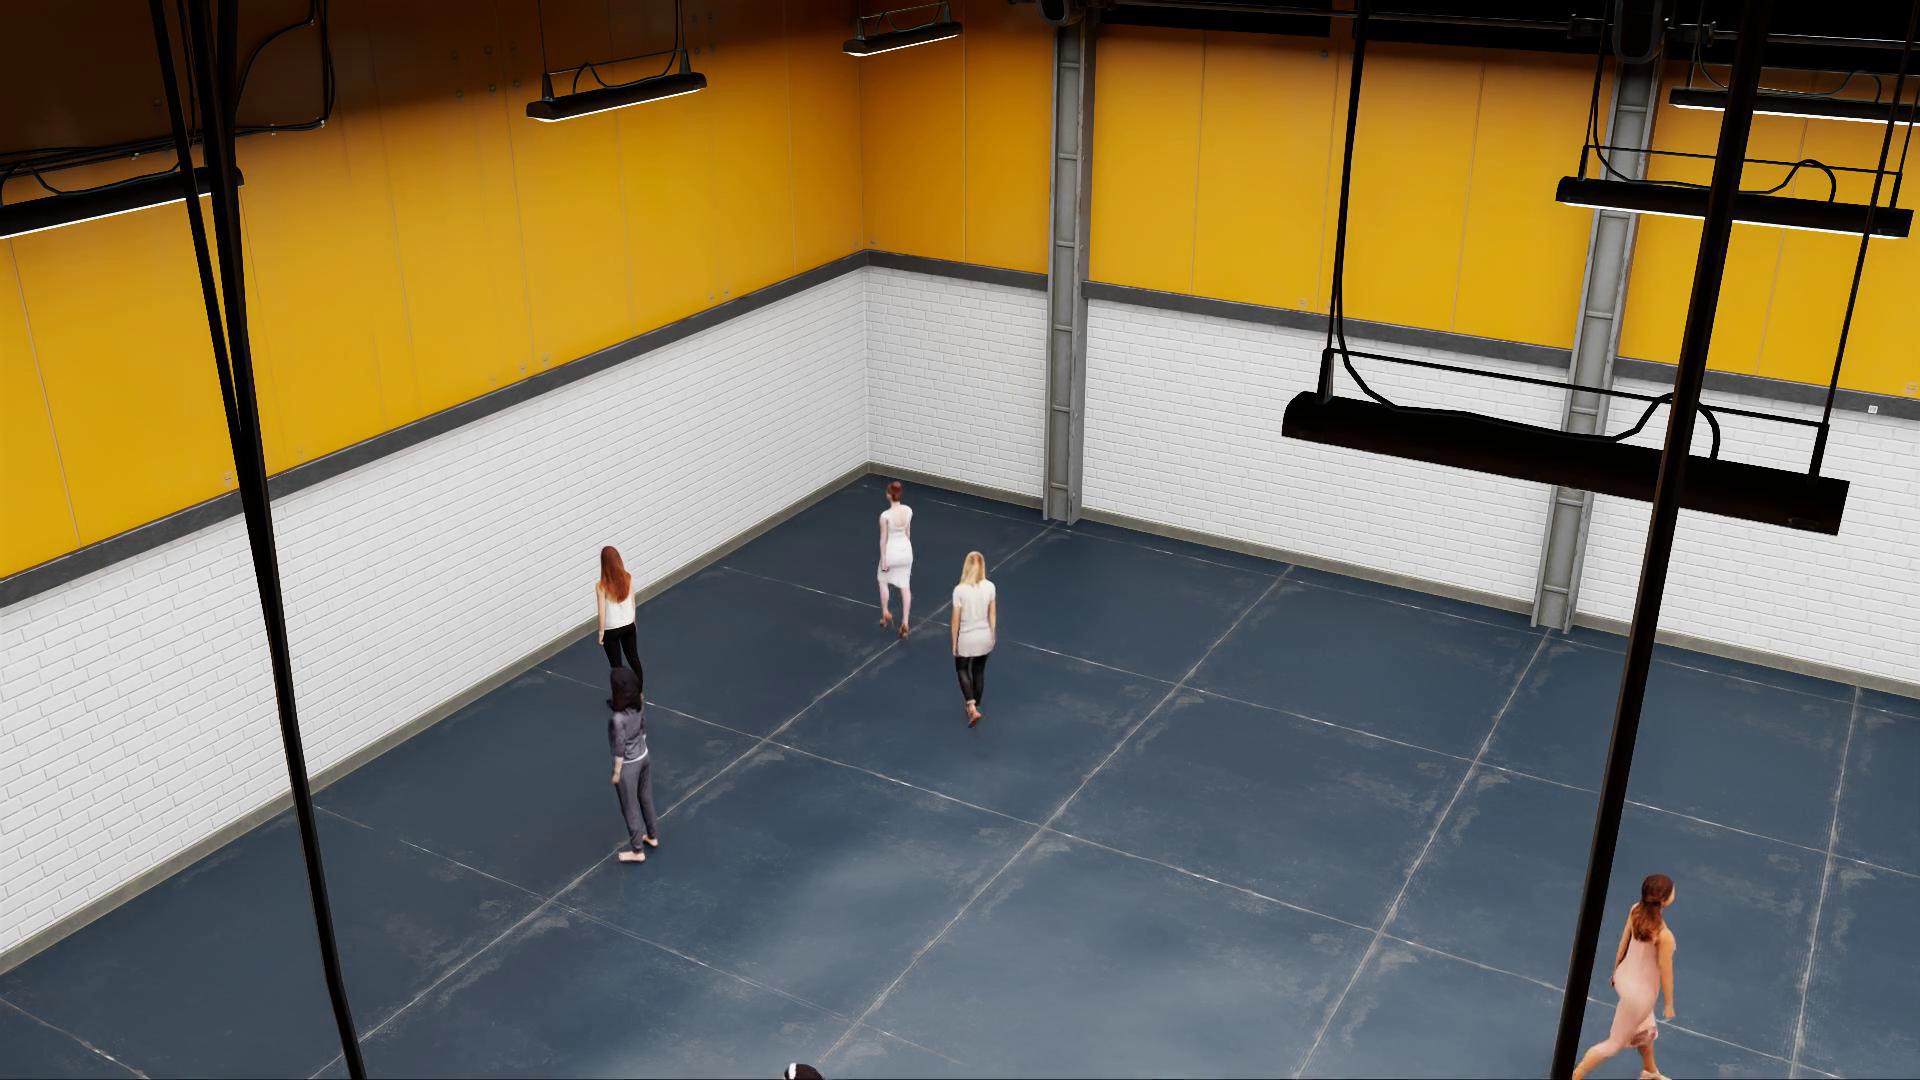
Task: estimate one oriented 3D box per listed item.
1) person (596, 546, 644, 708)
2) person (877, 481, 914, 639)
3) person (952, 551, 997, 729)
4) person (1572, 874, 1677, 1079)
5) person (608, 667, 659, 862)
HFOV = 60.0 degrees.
[{"bbox_3d":[-3.319,0.856,16.217,0.636,1.718,0.604,-19,30,-37],"label":"person"},{"bbox_3d":[-0.613,0.238,17.553,0.727,1.780,0.803,-12,26,-25],"label":"person"},{"bbox_3d":[0.157,0.988,15.795,0.906,1.814,0.963,-6,24,-13],"label":"person"},{"bbox_3d":[4.433,3.043,11.123,1.175,1.792,1.048,-3,24,-8],"label":"person"},{"bbox_3d":[-2.738,1.856,13.872,0.553,1.764,0.628,9,25,20],"label":"person"}]
